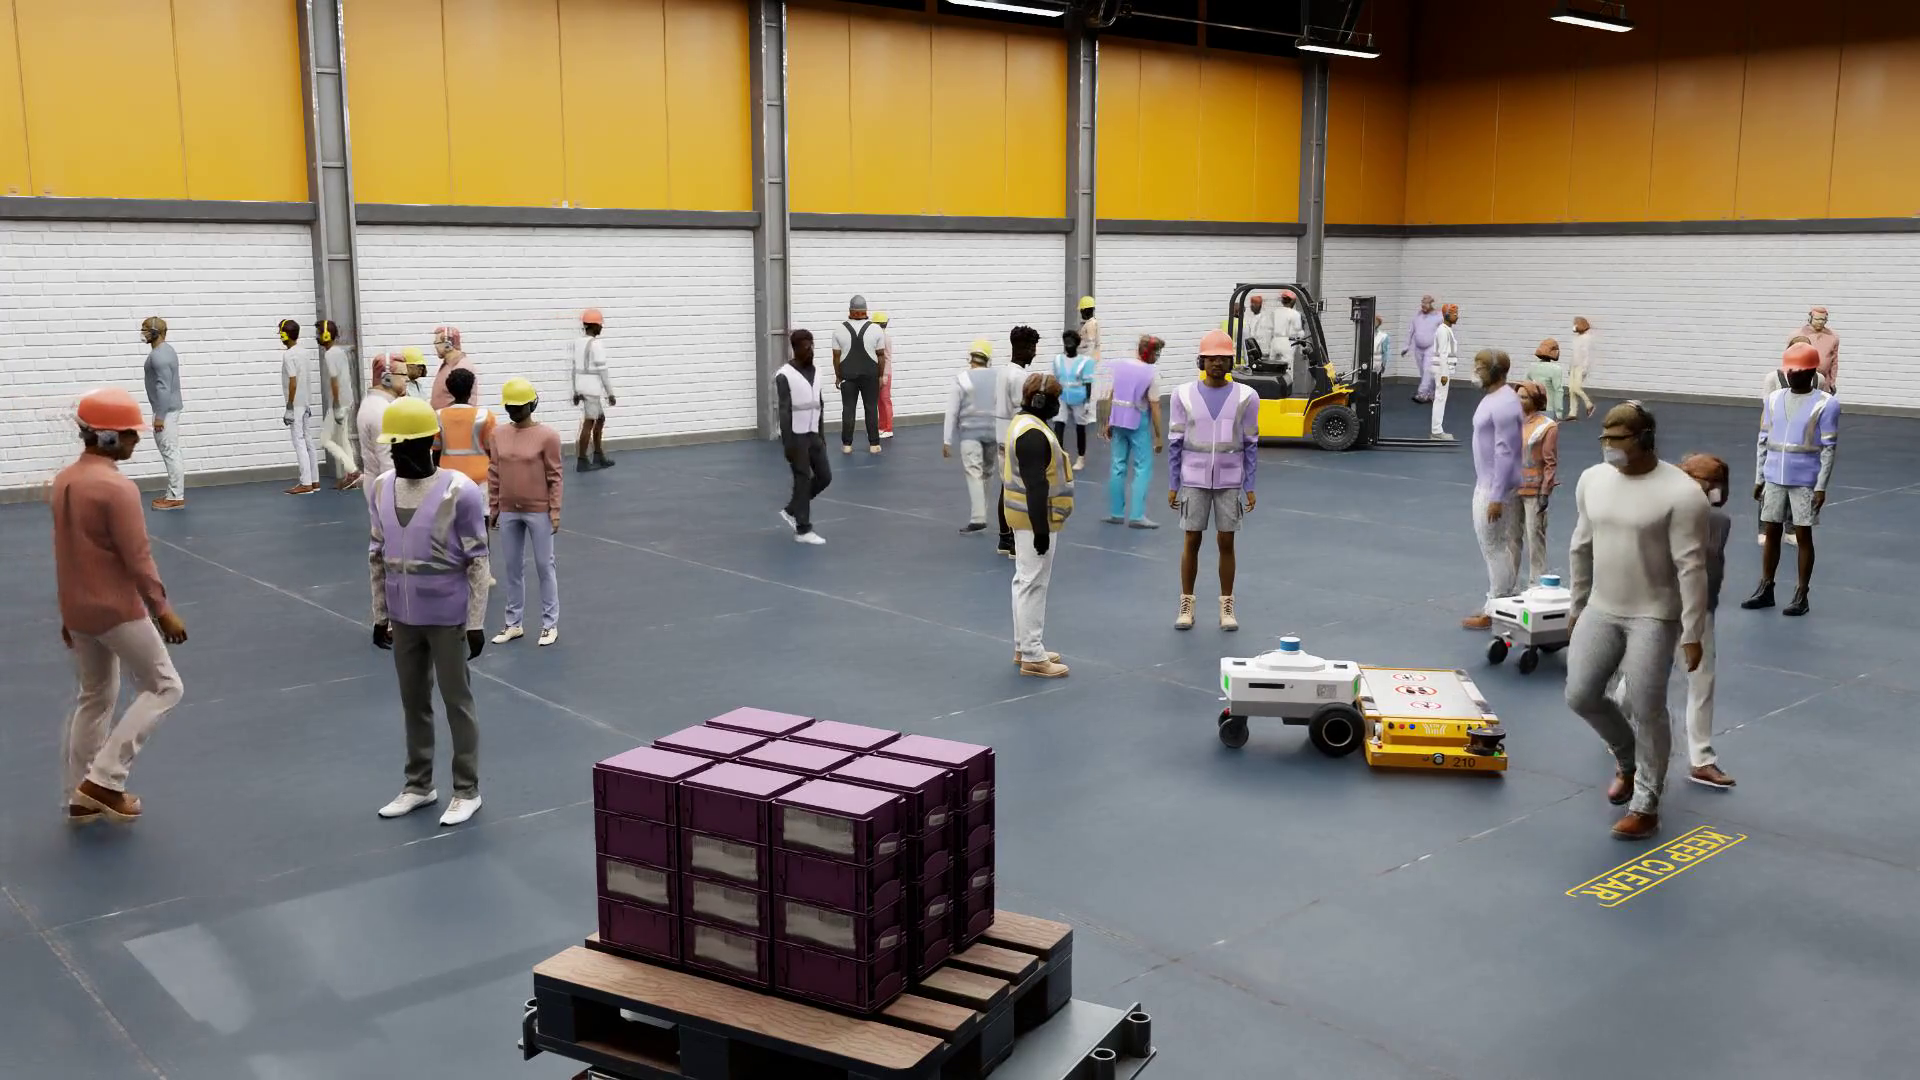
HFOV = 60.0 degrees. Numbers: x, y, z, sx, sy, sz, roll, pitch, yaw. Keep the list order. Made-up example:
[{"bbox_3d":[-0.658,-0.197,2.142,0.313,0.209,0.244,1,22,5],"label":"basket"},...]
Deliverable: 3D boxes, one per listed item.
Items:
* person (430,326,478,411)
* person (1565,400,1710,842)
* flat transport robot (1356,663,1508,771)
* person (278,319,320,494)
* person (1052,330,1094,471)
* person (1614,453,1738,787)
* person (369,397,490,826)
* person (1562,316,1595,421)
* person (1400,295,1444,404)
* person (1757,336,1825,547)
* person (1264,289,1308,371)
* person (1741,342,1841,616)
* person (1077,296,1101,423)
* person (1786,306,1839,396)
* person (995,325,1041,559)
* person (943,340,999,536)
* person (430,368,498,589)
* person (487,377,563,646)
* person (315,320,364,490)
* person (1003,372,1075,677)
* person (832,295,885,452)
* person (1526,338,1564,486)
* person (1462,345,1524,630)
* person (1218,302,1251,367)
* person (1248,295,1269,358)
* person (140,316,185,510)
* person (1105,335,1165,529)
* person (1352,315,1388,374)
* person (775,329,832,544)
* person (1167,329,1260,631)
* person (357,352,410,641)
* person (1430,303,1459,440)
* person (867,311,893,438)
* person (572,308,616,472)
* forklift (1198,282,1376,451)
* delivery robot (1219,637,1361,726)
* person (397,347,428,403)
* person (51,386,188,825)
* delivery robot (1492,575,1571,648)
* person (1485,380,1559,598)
[{"bbox_3d":[-4.586,-0.979,15.077,0.399,1.903,0.644,-6,11,-32],"label":"person"},{"bbox_3d":[2.971,0.351,7.278,0.479,1.917,0.717,-7,12,-35],"label":"person"},{"bbox_3d":[2.428,0.909,8.791,0.652,0.197,1.431,1,10,8],"label":"flat transport robot"},{"bbox_3d":[-7.089,-1.420,17.771,0.312,1.863,0.535,0,10,1],"label":"person"},{"bbox_3d":[1.263,-1.601,19.392,0.553,1.655,0.819,5,11,26],"label":"person"},{"bbox_3d":[3.508,0.355,8.174,0.552,1.590,0.868,-3,10,-15],"label":"person"},{"bbox_3d":[-2.383,0.320,7.408,0.594,1.922,0.386,4,10,20],"label":"person"},{"bbox_3d":[9.504,-2.621,25.511,0.401,1.620,0.530,-1,10,-7],"label":"person"},{"bbox_3d":[7.941,-3.251,28.522,0.995,1.855,0.661,-9,13,-44],"label":"person"},{"bbox_3d":[7.251,-0.855,14.517,0.514,1.844,0.327,1,10,4],"label":"person"},{"bbox_3d":[5.392,-3.123,27.330,0.825,2.005,0.618,-8,12,-38],"label":"person"},{"bbox_3d":[5.894,-0.434,11.793,0.361,1.935,0.544,-7,12,-36],"label":"person"},{"bbox_3d":[1.956,-2.740,25.311,0.362,1.928,0.587,1,10,5],"label":"person"},{"bbox_3d":[10.773,-1.998,21.041,0.641,1.905,0.410,1,10,5],"label":"person"},{"bbox_3d":[0.494,-0.823,13.994,0.380,1.958,0.603,-3,10,-16],"label":"person"},{"bbox_3d":[0.160,-0.953,15.350,0.642,1.770,0.891,-4,11,-24],"label":"person"},{"bbox_3d":[-3.756,-0.458,12.633,0.531,1.700,0.333,1,10,4],"label":"person"},{"bbox_3d":[-2.840,-0.183,10.840,0.522,1.761,0.321,2,10,13],"label":"person"},{"bbox_3d":[-6.727,-1.442,17.928,0.391,1.856,0.498,0,10,-2],"label":"person"},{"bbox_3d":[0.478,-0.099,10.116,0.429,1.840,0.624,-1,10,-3],"label":"person"},{"bbox_3d":[-1.300,-2.147,21.510,0.686,2.000,0.538,0,10,1],"label":"person"},{"bbox_3d":[6.472,-1.416,18.418,0.267,1.631,0.508,-5,11,-25],"label":"person"},{"bbox_3d":[3.630,-0.352,11.303,0.358,1.936,0.637,2,10,9],"label":"person"},{"bbox_3d":[4.185,-2.677,25.215,0.429,1.839,0.623,-8,12,-39],"label":"person"},{"bbox_3d":[5.008,-3.193,28.109,0.500,1.875,0.608,-3,10,-18],"label":"person"},{"bbox_3d":[-7.986,-1.269,16.668,0.371,1.940,0.630,-4,10,-21],"label":"person"},{"bbox_3d":[1.593,-1.016,15.589,0.397,1.809,0.687,-9,13,-43],"label":"person"},{"bbox_3d":[6.592,-2.822,26.762,0.531,1.600,0.832,3,10,18],"label":"person"},{"bbox_3d":[-1.393,-0.914,14.689,0.457,1.903,0.615,6,11,31],"label":"person"},{"bbox_3d":[1.707,-0.400,11.261,0.612,2.048,0.363,1,10,7],"label":"person"},{"bbox_3d":[-3.748,-0.288,11.024,0.402,1.904,0.652,-4,11,-25],"label":"person"},{"bbox_3d":[6.682,-2.314,22.943,0.337,1.881,0.584,3,10,17],"label":"person"},{"bbox_3d":[-1.111,-2.305,23.242,0.312,1.768,0.522,-4,11,-23],"label":"person"},{"bbox_3d":[-4.285,-1.772,19.685,0.736,1.909,0.548,-8,12,-38],"label":"person"},{"bbox_3d":[4.328,-2.346,22.227,2.313,2.155,1.214,3,10,16],"label":"forklift"},{"bbox_3d":[1.705,0.748,8.631,0.707,0.478,0.477,1,10,8],"label":"delivery robot"},{"bbox_3d":[-4.798,-0.824,14.632,0.312,1.744,0.487,1,10,5],"label":"person"},{"bbox_3d":[-3.733,0.311,7.321,0.634,1.966,0.458,7,12,37],"label":"person"},{"bbox_3d":[3.653,0.461,10.313,0.707,0.478,0.477,-4,11,-24],"label":"delivery robot"},{"bbox_3d":[4.128,-0.348,12.153,0.307,1.641,0.514,-5,11,-28],"label":"person"}]
